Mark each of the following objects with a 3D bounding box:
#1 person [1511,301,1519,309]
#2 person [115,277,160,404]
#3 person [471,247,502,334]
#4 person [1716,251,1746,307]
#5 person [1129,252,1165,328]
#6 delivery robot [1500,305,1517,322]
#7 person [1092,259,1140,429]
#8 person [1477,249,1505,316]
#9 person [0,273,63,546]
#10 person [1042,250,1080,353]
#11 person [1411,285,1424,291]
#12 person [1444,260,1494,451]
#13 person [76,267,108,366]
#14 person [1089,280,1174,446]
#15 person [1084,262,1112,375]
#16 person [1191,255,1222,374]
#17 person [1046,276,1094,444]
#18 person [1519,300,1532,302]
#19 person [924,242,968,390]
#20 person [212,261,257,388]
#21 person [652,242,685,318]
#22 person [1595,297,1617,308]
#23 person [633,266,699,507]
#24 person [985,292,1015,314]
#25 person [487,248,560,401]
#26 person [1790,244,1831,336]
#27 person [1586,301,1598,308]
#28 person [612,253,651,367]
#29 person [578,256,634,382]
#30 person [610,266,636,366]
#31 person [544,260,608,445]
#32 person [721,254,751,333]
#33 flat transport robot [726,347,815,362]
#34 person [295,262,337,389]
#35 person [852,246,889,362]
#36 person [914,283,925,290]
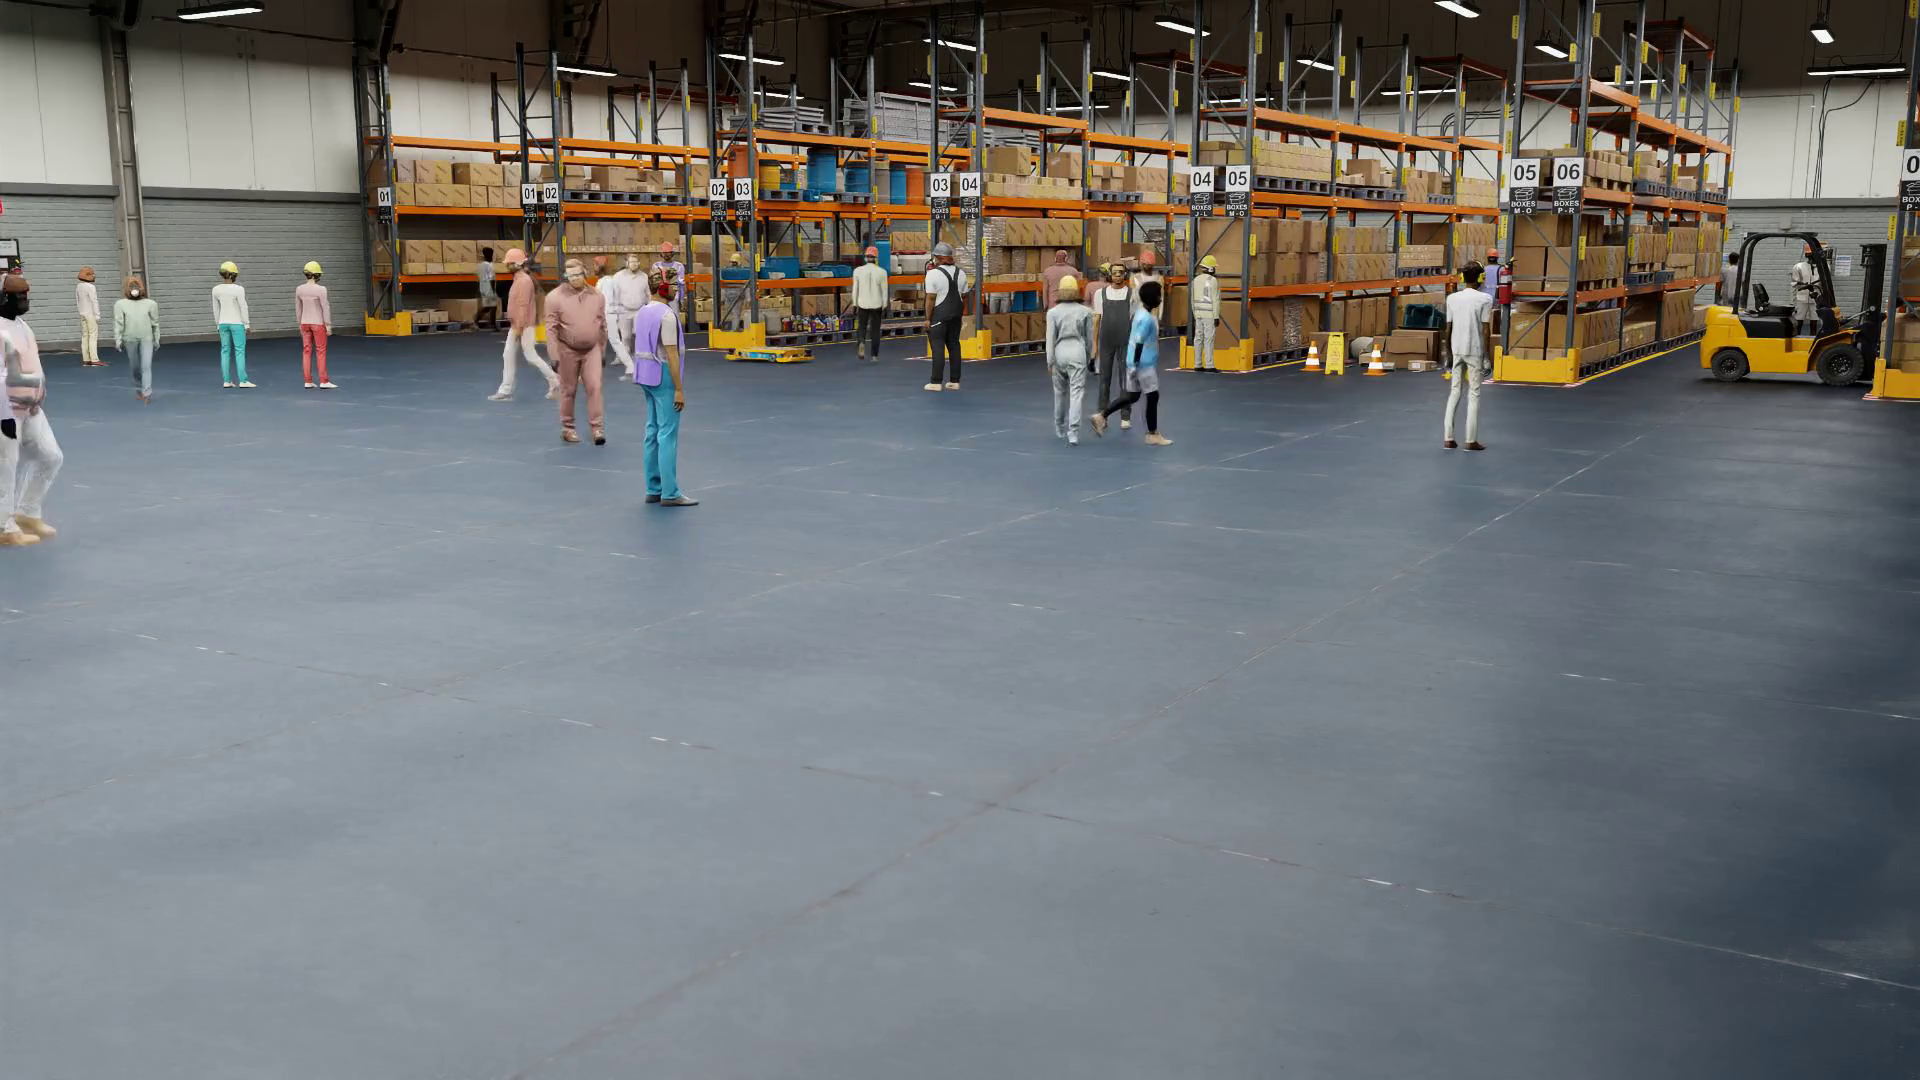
[{"bbox_3d":[13.722,-6.173,41.397,0.466,1.623,0.540,0,10,0],"label":"person"},{"bbox_3d":[-10.486,-2.555,21.234,0.503,1.605,0.805,-4,11,-23],"label":"person"},{"bbox_3d":[-10.604,-5.579,37.216,0.603,1.949,0.593,9,14,42],"label":"person"},{"bbox_3d":[15.717,-4.950,33.936,0.505,1.857,0.405,4,11,22],"label":"person"},{"bbox_3d":[2.850,-3.457,25.495,0.558,1.878,1.010,1,10,6],"label":"person"},{"bbox_3d":[13.136,-5.505,40.424,0.707,0.478,0.477,1,10,4],"label":"delivery robot"},{"bbox_3d":[1.698,-2.126,18.146,0.511,1.846,0.341,2,10,10],"label":"person"},{"bbox_3d":[10.134,-4.593,31.776,0.581,1.907,0.626,4,11,21],"label":"person"},{"bbox_3d":[-6.312,-0.854,11.093,0.473,1.825,0.647,0,10,-3],"label":"person"},{"bbox_3d":[1.770,-4.122,29.159,0.648,1.904,0.401,1,10,7],"label":"person"},{"bbox_3d":[11.875,-6.433,42.978,0.855,1.602,0.523,1,10,8],"label":"person"},{"bbox_3d":[4.969,-1.793,16.263,0.330,1.859,0.509,-9,13,-40],"label":"person"},{"bbox_3d":[-14.380,-3.688,27.486,0.508,1.632,0.265,7,12,33],"label":"person"},{"bbox_3d":[1.724,-1.760,16.622,0.780,1.665,0.530,0,10,-1],"label":"person"},{"bbox_3d":[2.147,-3.389,25.519,0.556,1.730,0.488,2,10,12],"label":"person"},{"bbox_3d":[3.848,-3.501,25.879,0.404,1.835,0.587,-6,12,-29],"label":"person"},{"bbox_3d":[1.117,-1.844,17.016,0.484,1.689,0.941,1,10,3],"label":"person"},{"bbox_3d":[13.595,-6.061,40.108,0.630,1.874,0.503,1,10,8],"label":"person"},{"bbox_3d":[-0.255,-3.091,23.000,0.687,2.000,0.538,-8,13,-39],"label":"person"},{"bbox_3d":[-10.180,-3.004,23.283,0.524,1.769,0.317,2,10,13],"label":"person"},{"bbox_3d":[-5.344,-4.426,30.477,0.605,2.044,0.374,0,10,-3],"label":"person"},{"bbox_3d":[13.773,-5.207,35.223,0.652,1.909,0.409,4,11,19],"label":"person"},{"bbox_3d":[-2.303,-1.177,12.828,0.388,1.847,0.566,-7,12,-35],"label":"person"},{"bbox_3d":[0.798,-4.814,32.982,0.625,1.931,0.375,0,10,1],"label":"person"},{"bbox_3d":[-5.590,-2.755,21.344,0.927,1.965,0.617,-6,12,-32],"label":"person"},{"bbox_3d":[14.950,-4.215,29.289,0.616,2.041,0.379,5,11,27],"label":"person"},{"bbox_3d":[15.490,-6.134,40.445,0.636,1.892,0.729,-7,13,-36],"label":"person"},{"bbox_3d":[-5.320,-3.710,26.976,0.641,1.864,0.973,-3,10,-15],"label":"person"},{"bbox_3d":[-5.170,-3.216,24.299,0.976,1.836,0.593,-5,11,-26],"label":"person"},{"bbox_3d":[-5.429,-3.726,27.627,0.533,1.658,0.812,9,13,41],"label":"person"},{"bbox_3d":[-3.819,-1.869,16.691,0.671,1.857,0.976,-6,12,-28],"label":"person"},{"bbox_3d":[-4.631,-5.085,34.863,0.619,1.789,0.897,5,11,25],"label":"person"},{"bbox_3d":[-3.257,-3.192,28.526,1.431,0.197,0.652,7,12,33],"label":"flat transport robot"},{"bbox_3d":[-8.999,-2.990,23.207,0.527,1.767,0.331,3,11,18],"label":"person"},{"bbox_3d":[-1.529,-4.011,28.334,0.634,1.980,0.561,1,10,5],"label":"person"},{"bbox_3d":[-1.272,-8.446,54.137,0.507,1.632,0.267,-4,11,-21],"label":"person"}]
